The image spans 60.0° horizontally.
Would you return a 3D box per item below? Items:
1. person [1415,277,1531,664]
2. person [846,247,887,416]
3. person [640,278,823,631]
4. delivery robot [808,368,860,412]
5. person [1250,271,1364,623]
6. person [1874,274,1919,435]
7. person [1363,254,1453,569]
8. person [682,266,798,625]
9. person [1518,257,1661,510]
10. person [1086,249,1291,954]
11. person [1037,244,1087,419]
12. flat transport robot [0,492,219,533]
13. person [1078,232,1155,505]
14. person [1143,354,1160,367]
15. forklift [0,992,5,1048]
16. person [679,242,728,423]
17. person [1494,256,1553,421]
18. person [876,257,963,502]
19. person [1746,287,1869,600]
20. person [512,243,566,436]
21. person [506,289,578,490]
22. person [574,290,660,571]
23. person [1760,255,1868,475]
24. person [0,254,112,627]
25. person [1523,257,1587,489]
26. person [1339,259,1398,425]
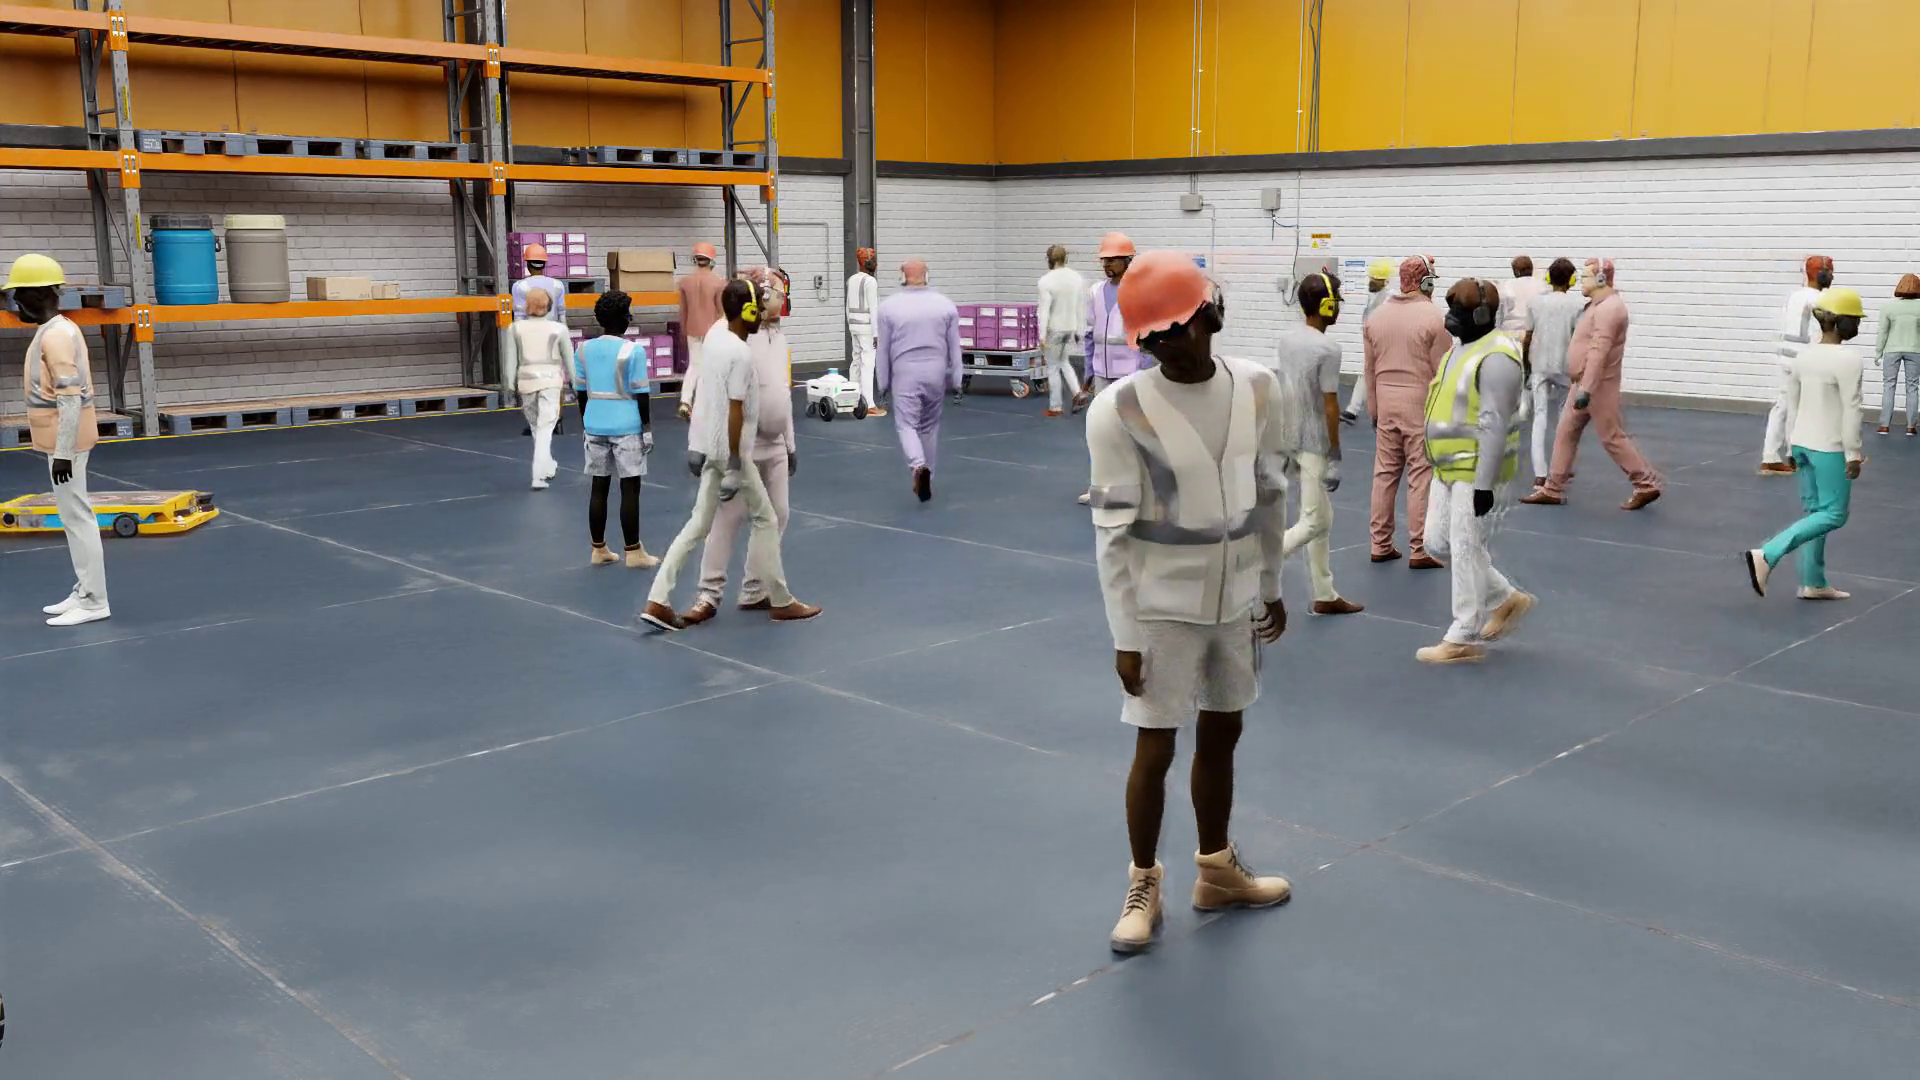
[{"bbox_3d":[2.449,-0.318,7.855,0.530,1.831,0.631,-1,10,-4],"label":"person"},{"bbox_3d":[-1.068,-2.331,18.684,0.337,1.882,0.585,-7,12,-32],"label":"person"},{"bbox_3d":[-1.229,-0.429,8.539,0.997,1.817,0.531,-7,12,-33],"label":"person"},{"bbox_3d":[-1.398,-1.655,18.367,0.477,0.478,0.707,-6,12,-31],"label":"delivery robot"},{"bbox_3d":[1.776,-0.471,8.679,0.814,1.845,0.514,-4,11,-20],"label":"person"},{"bbox_3d":[9.577,-1.881,16.909,0.501,1.633,0.283,5,11,24],"label":"person"},{"bbox_3d":[2.765,-0.778,10.156,0.410,1.909,0.643,-8,13,-37],"label":"person"},{"bbox_3d":[-1.140,-0.497,8.787,0.424,1.866,0.838,6,12,28],"label":"person"},{"bbox_3d":[4.738,-1.149,12.295,0.957,1.869,0.647,2,11,9],"label":"person"},{"bbox_3d":[0.716,0.187,4.706,0.782,1.996,0.401,-5,12,-27],"label":"person"},{"bbox_3d":[1.101,-2.280,18.292,0.652,1.925,0.484,-8,13,-38],"label":"person"},{"bbox_3d":[-5.940,-0.191,11.413,1.431,0.197,0.652,-1,10,-5],"label":"flat transport robot"},{"bbox_3d":[1.162,-1.251,12.357,0.605,2.045,0.388,9,14,40],"label":"person"},{"bbox_3d":[1.358,-1.289,13.161,0.453,1.819,0.609,-7,12,-32],"label":"person"},{"bbox_3d":[-3.245,0.323,3.363,2.313,2.155,1.214,2,11,13],"label":"forklift"},{"bbox_3d":[-2.809,-2.261,18.112,0.624,1.959,0.975,3,11,17],"label":"person"},{"bbox_3d":[6.204,-2.226,18.374,0.646,1.783,0.987,2,11,12],"label":"person"},{"bbox_3d":[-0.297,-1.225,12.697,0.660,1.866,0.807,-3,11,-17],"label":"person"},{"bbox_3d":[4.656,-0.505,9.092,0.603,1.748,0.535,-1,10,-4],"label":"person"},{"bbox_3d":[-4.248,-2.011,16.791,0.545,1.938,0.362,-7,13,-35],"label":"person"},{"bbox_3d":[-3.352,-1.223,13.426,0.543,1.585,0.872,1,10,4],"label":"person"},{"bbox_3d":[-2.081,-0.660,10.080,0.541,1.695,0.316,5,12,27],"label":"person"},{"bbox_3d":[7.234,-1.454,13.995,0.923,1.844,0.611,-1,10,-3],"label":"person"},{"bbox_3d":[-4.695,-0.513,8.659,0.373,1.922,0.593,-6,12,-28],"label":"person"},{"bbox_3d":[4.819,-1.357,13.513,0.517,1.838,0.855,5,11,25],"label":"person"},{"bbox_3d":[4.385,-2.066,17.556,0.878,1.766,0.656,-1,10,-7],"label":"person"}]
